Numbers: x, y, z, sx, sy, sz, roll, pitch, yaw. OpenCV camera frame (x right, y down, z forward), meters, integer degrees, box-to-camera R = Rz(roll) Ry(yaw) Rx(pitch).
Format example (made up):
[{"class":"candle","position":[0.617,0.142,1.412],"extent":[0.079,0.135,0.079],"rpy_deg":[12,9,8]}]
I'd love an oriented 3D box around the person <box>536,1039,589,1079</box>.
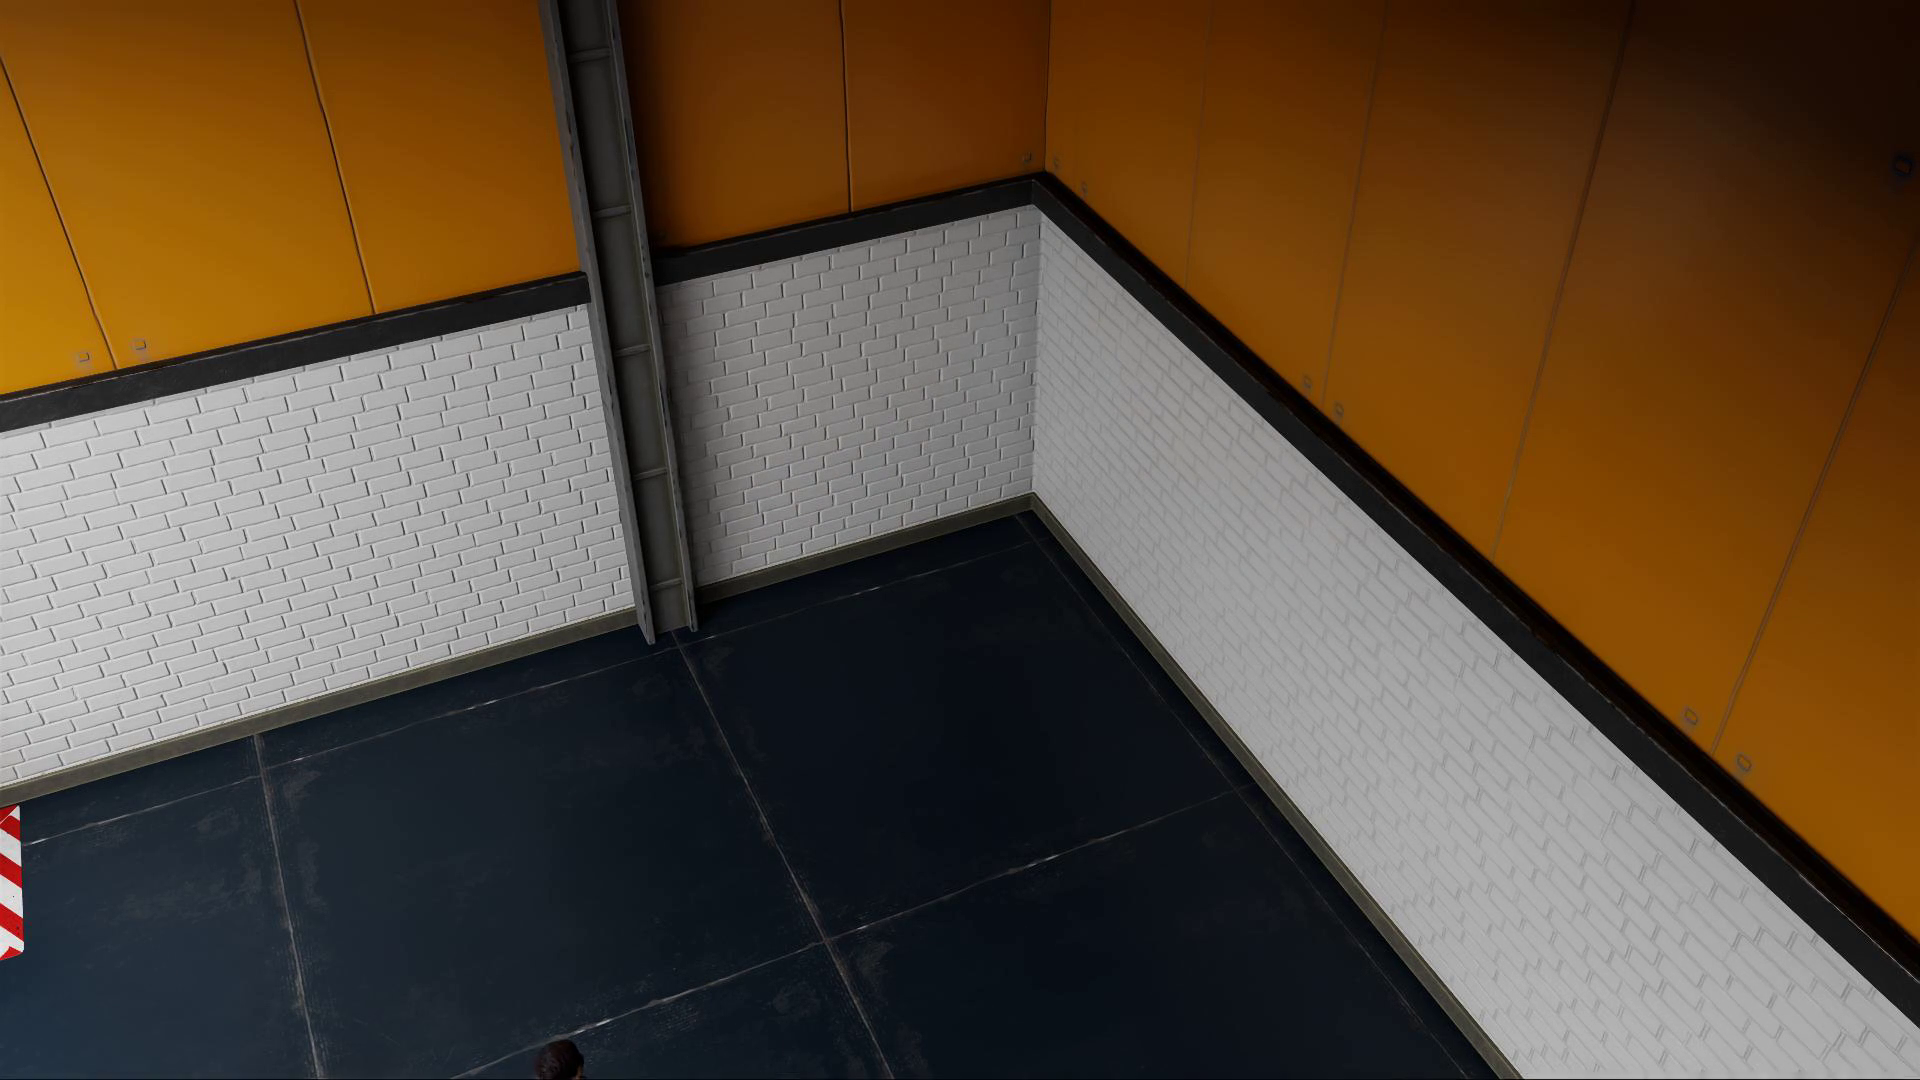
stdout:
[{"class":"person","position":[-1.966,3.044,8.400],"extent":[0.578,1.563,0.599],"rpy_deg":[-23,44,-26]}]
